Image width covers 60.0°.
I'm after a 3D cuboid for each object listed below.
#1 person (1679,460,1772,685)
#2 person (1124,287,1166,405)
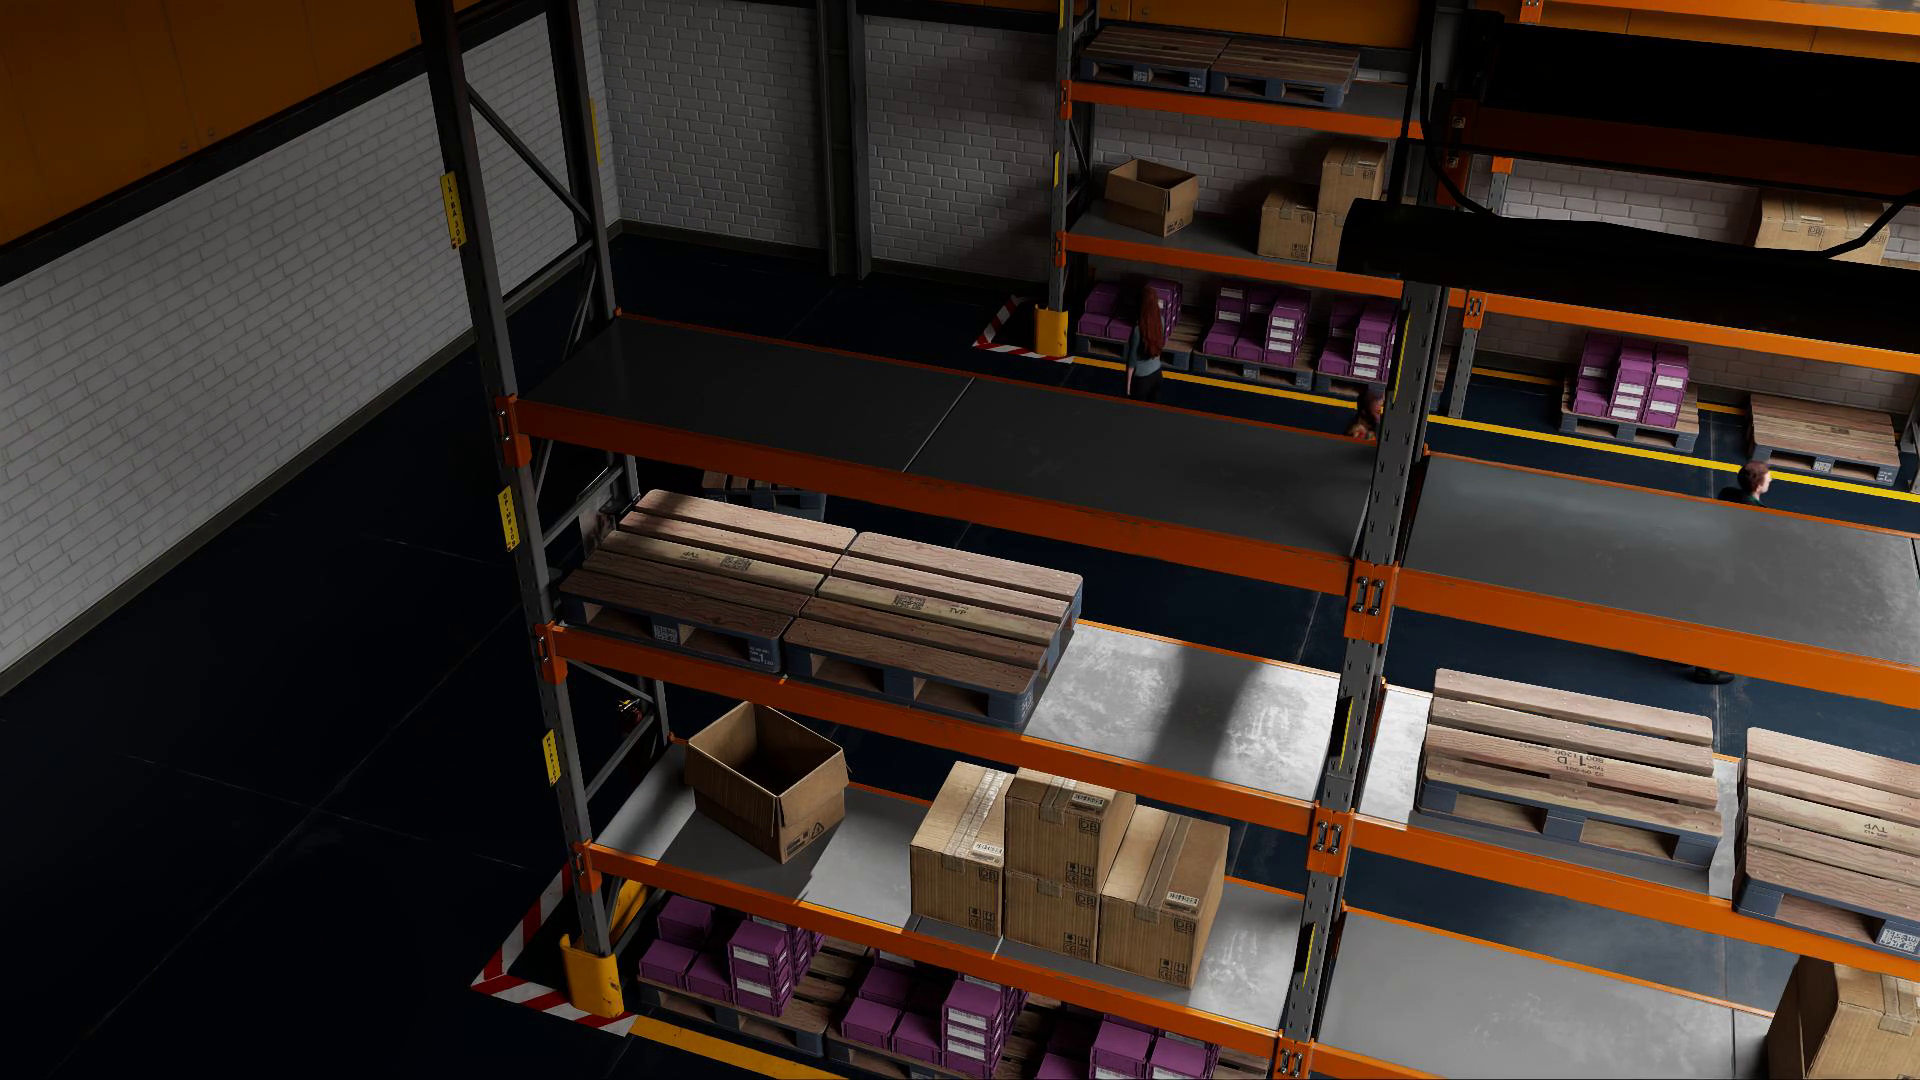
[{"bbox_3d":[5.589,0.217,12.086,0.755,1.843,0.737,-6,34,-9],"label":"person"},{"bbox_3d":[1.629,-1.410,14.627,0.646,1.739,0.661,-27,42,-34],"label":"person"}]
